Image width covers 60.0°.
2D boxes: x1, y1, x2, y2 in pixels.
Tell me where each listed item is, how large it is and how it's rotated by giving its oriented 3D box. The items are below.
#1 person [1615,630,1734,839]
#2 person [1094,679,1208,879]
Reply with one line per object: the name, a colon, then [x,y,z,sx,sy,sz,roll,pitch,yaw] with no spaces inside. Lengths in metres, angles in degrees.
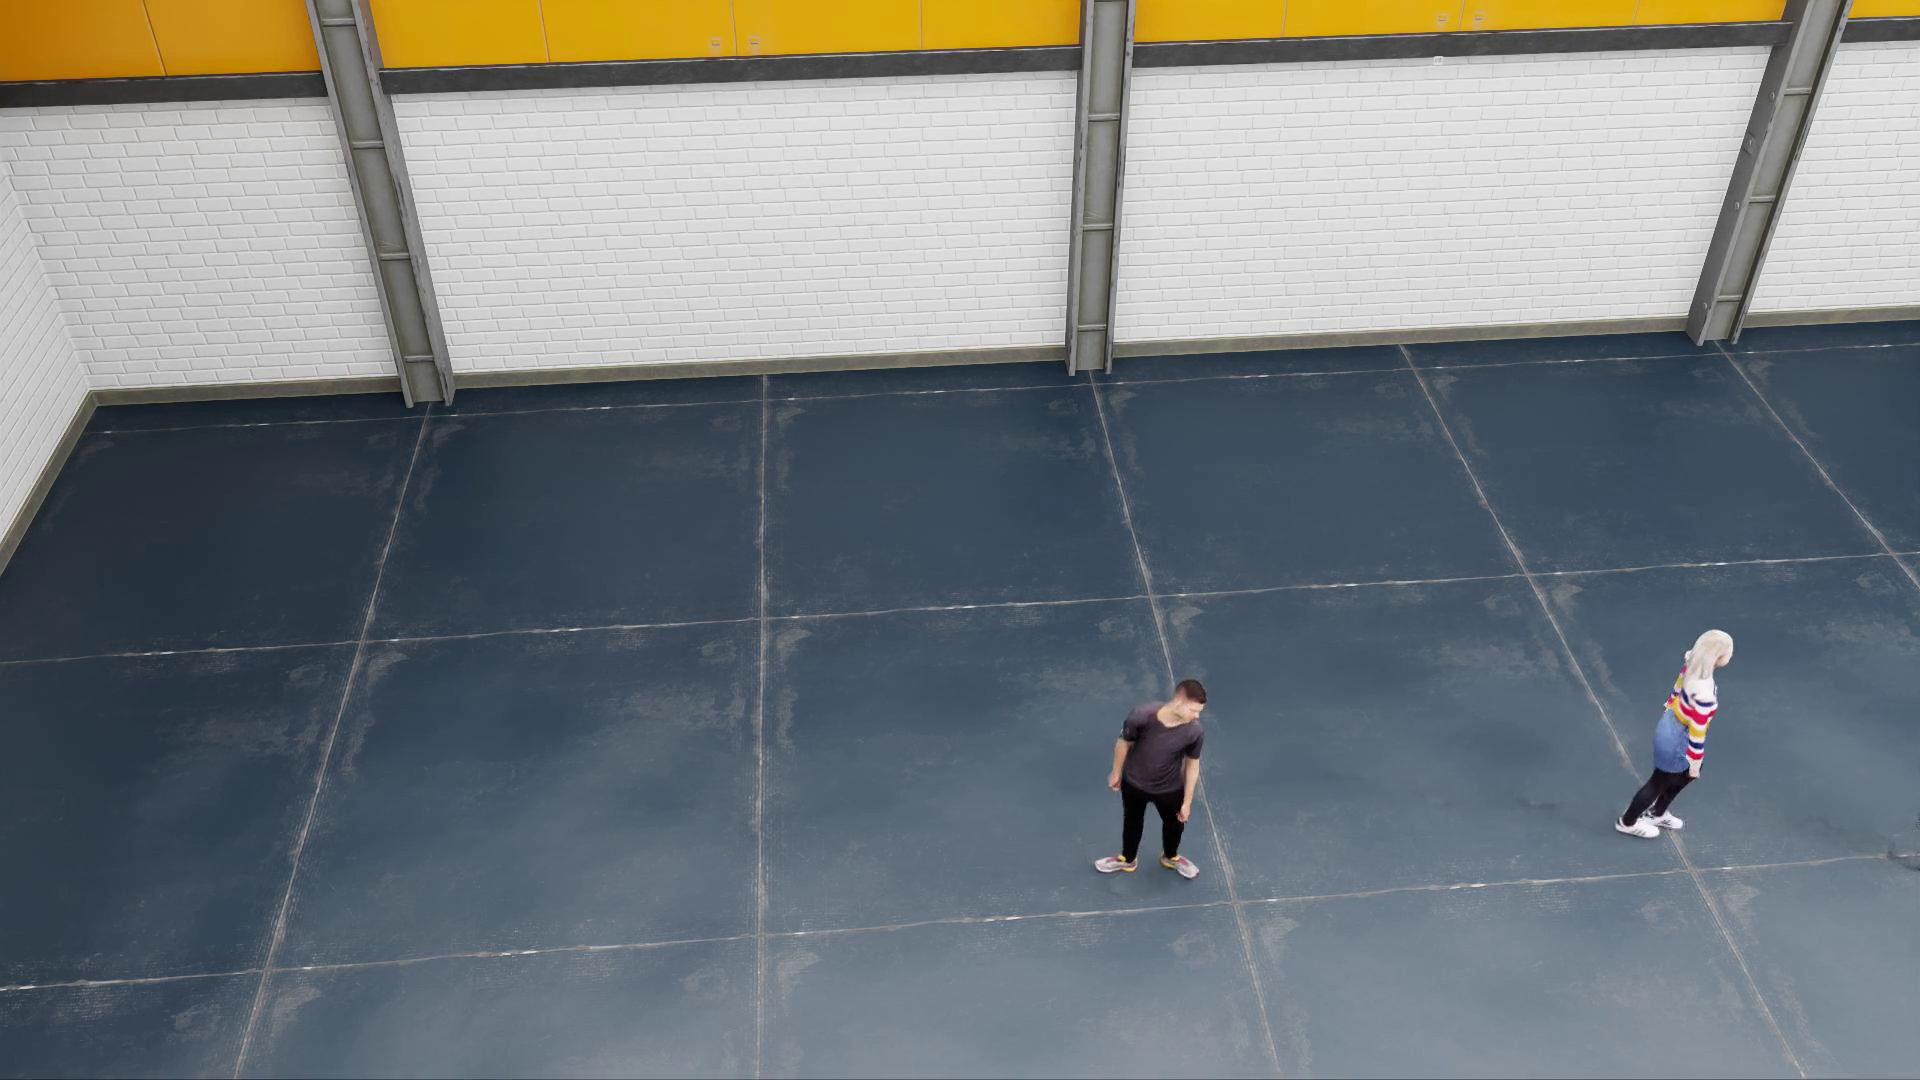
person: [4.435,1.228,10.461,0.782,1.797,0.776,10,40,12]
person: [1.145,1.456,10.226,0.684,1.733,0.933,20,43,24]
